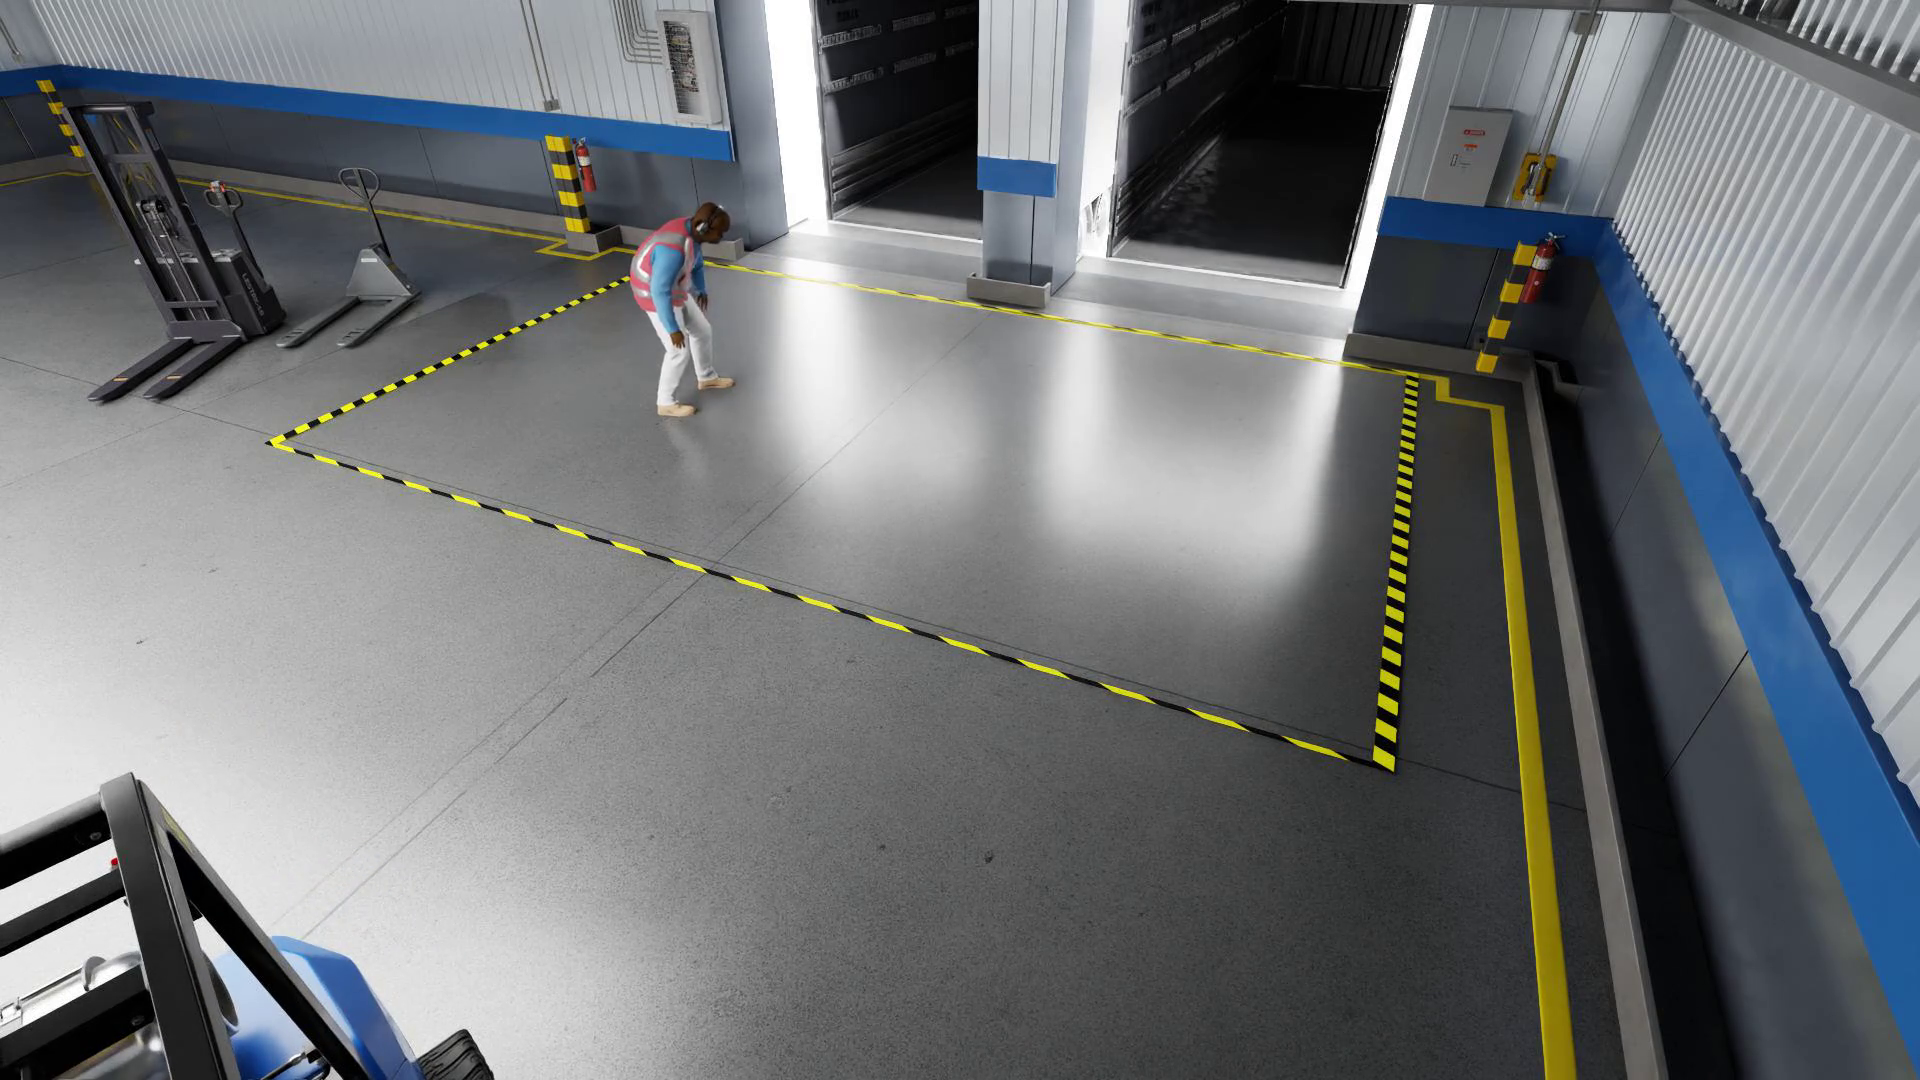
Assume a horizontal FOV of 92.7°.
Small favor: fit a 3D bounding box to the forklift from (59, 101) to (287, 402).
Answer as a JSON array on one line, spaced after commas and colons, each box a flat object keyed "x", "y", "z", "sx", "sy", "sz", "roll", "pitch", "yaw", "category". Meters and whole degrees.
[{"x": -6.686, "y": -2.387, "z": 7.434, "sx": 0.823, "sy": 1.965, "sz": 1.885, "roll": -3, "pitch": 35, "yaw": -5, "category": "forklift"}]

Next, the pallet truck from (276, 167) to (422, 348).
[{"x": -5.732, "y": -2.611, "z": 8.414, "sx": 0.680, "sy": 1.201, "sz": 1.601, "roll": -1, "pitch": 35, "yaw": -1, "category": "pallet truck"}]

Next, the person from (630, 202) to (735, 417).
[{"x": -2.015, "y": -1.747, "z": 6.898, "sx": 0.779, "sy": 1.575, "sz": 0.860, "roll": -1, "pitch": 35, "yaw": -1, "category": "person"}]

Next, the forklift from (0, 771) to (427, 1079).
[{"x": -1.292, "y": 1.609, "z": 1.408, "sx": 1.157, "sy": 2.036, "sz": 2.680, "roll": -29, "pitch": 44, "yaw": -35, "category": "forklift"}]
